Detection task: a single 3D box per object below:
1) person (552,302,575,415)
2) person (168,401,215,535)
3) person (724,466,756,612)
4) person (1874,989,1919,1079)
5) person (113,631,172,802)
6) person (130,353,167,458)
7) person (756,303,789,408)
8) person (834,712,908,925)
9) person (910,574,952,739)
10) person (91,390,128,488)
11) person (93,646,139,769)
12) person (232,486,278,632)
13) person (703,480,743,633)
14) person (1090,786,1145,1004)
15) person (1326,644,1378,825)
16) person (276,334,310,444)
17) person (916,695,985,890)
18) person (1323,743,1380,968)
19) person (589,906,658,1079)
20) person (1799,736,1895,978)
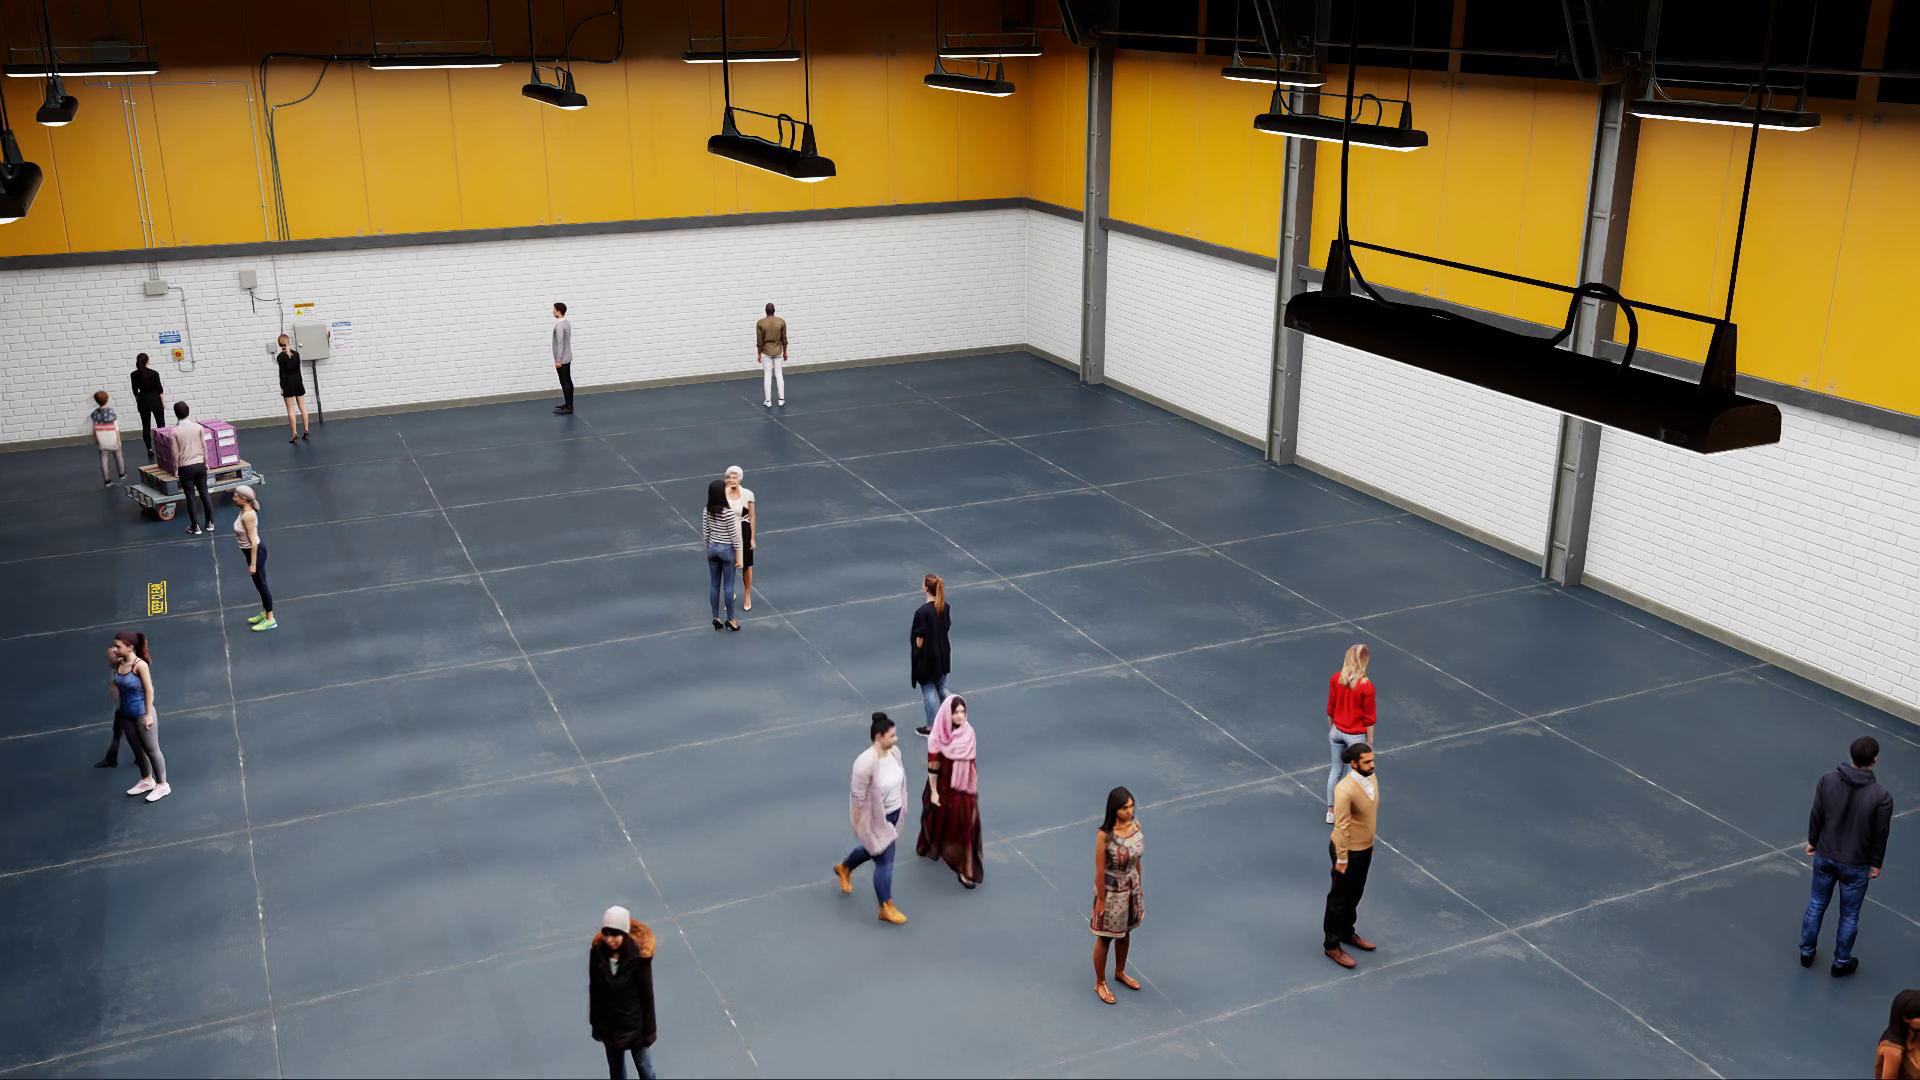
[{"bbox_3d":[-6.827,-3.145,28.641,0.880,1.923,0.717,-1,19,-4],"label":"person"},{"bbox_3d":[-10.360,-0.985,22.407,0.690,1.808,0.663,-17,25,-40],"label":"person"},{"bbox_3d":[-2.636,-0.028,19.648,0.704,1.756,0.709,2,19,7],"label":"person"},{"bbox_3d":[5.402,3.363,9.682,0.620,1.690,0.629,17,25,41],"label":"person"},{"bbox_3d":[-7.460,1.581,15.100,0.638,1.609,0.721,10,21,28],"label":"person"},{"bbox_3d":[-12.638,-2.100,25.948,0.664,1.662,0.656,-2,19,-6],"label":"person"},{"bbox_3d":[-3.289,-3.256,29.126,0.764,1.825,0.630,-5,19,-15],"label":"person"},{"bbox_3d":[-0.729,2.163,13.227,1.193,1.701,1.018,13,22,33],"label":"person"},{"bbox_3d":[-0.266,1.128,16.328,0.702,1.683,0.673,-17,25,-42],"label":"person"},{"bbox_3d":[-12.564,-1.467,24.472,0.649,1.404,0.983,-4,19,-12],"label":"person"},{"bbox_3d":[-7.801,1.560,15.731,0.767,1.246,0.824,-16,24,-40],"label":"person"},{"bbox_3d":[-8.095,0.187,19.094,0.649,1.701,0.468,-9,21,-25],"label":"person"},{"bbox_3d":[-2.719,0.182,18.960,0.610,1.797,0.699,9,21,25],"label":"person"},{"bbox_3d":[1.150,2.555,12.152,0.699,1.645,0.617,-15,23,-37],"label":"person"},{"bbox_3d":[3.410,1.710,14.570,0.742,1.703,0.565,-18,25,-42],"label":"person"},{"bbox_3d":[-10.784,-2.453,26.829,0.678,1.768,0.655,12,22,32],"label":"person"},{"bbox_3d":[-0.117,2.030,13.774,0.686,1.604,1.037,-7,20,-20],"label":"person"},{"bbox_3d":[2.975,2.342,12.614,0.735,1.754,0.743,15,24,38],"label":"person"},{"bbox_3d":[-2.147,3.065,10.658,0.724,1.632,0.771,5,19,14],"label":"person"},{"bbox_3d":[6.574,2.345,12.388,0.649,1.892,0.813,17,25,40],"label":"person"}]
